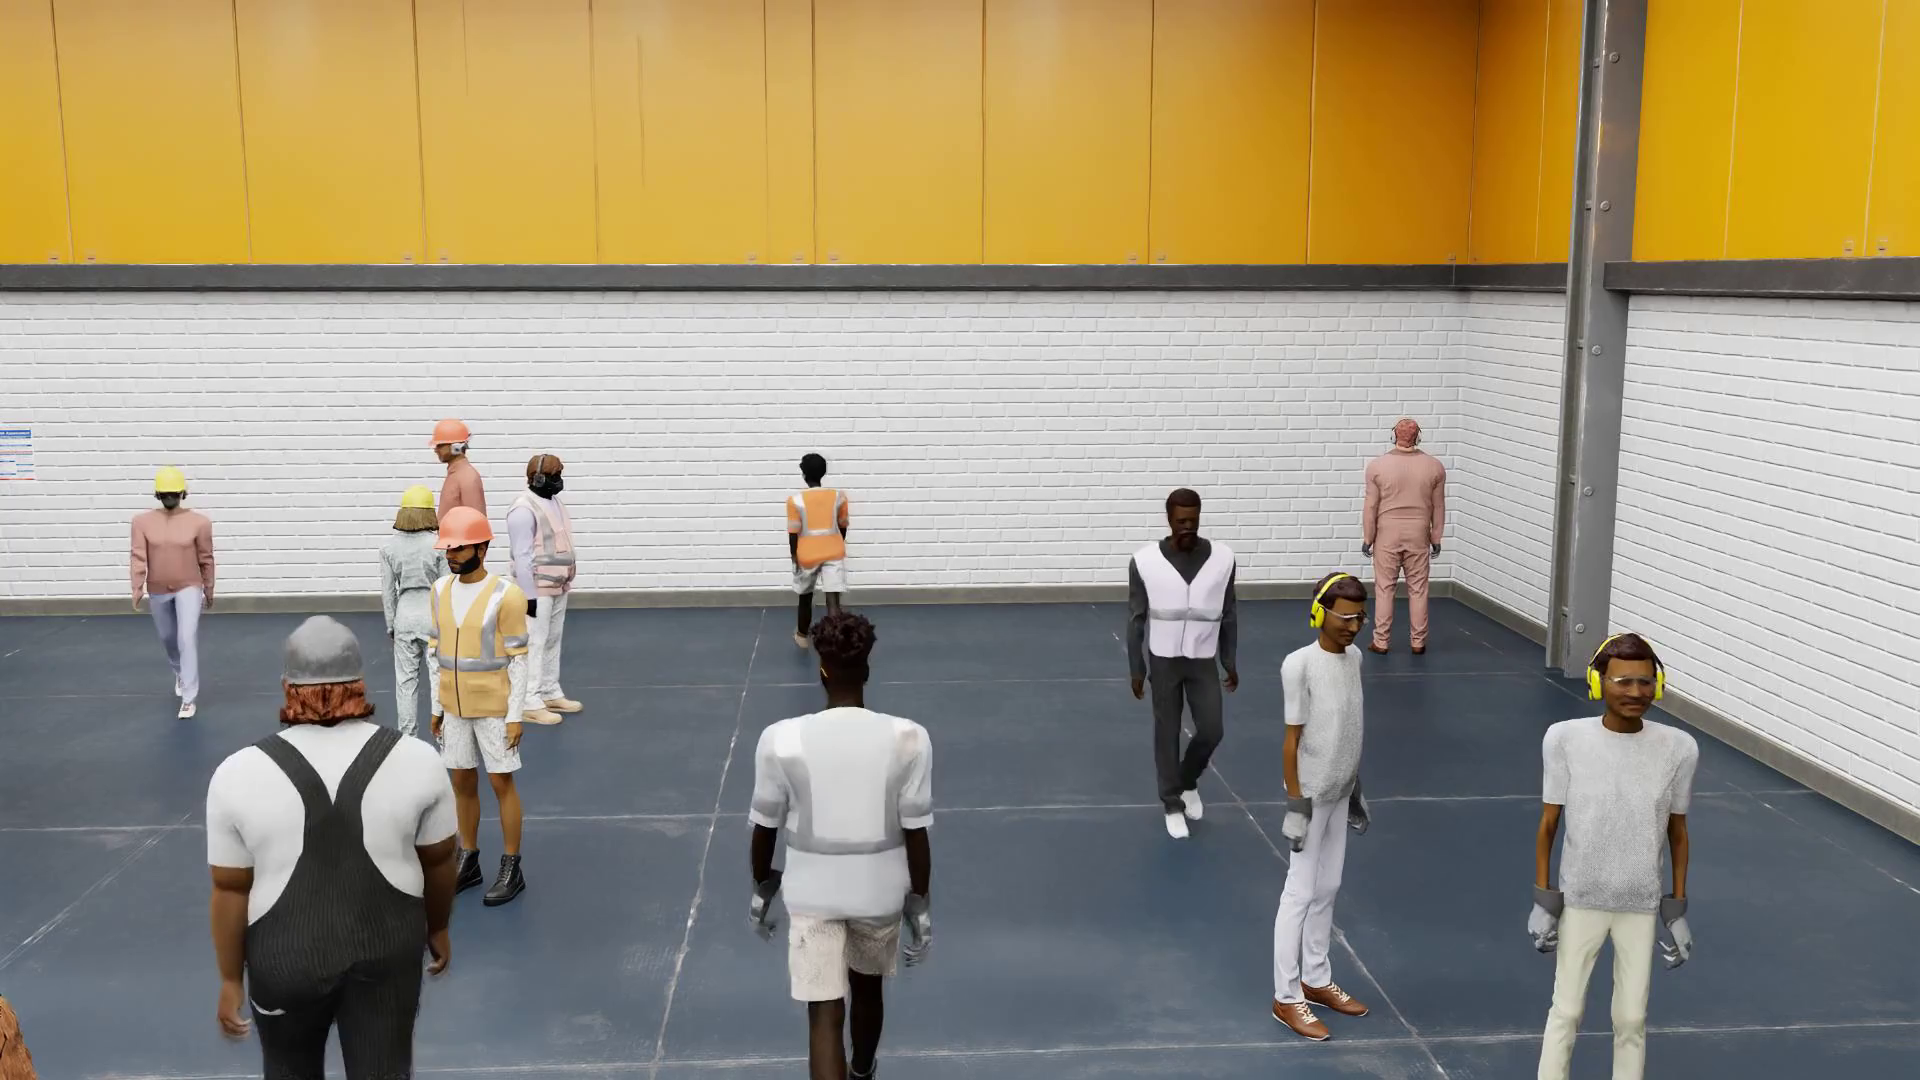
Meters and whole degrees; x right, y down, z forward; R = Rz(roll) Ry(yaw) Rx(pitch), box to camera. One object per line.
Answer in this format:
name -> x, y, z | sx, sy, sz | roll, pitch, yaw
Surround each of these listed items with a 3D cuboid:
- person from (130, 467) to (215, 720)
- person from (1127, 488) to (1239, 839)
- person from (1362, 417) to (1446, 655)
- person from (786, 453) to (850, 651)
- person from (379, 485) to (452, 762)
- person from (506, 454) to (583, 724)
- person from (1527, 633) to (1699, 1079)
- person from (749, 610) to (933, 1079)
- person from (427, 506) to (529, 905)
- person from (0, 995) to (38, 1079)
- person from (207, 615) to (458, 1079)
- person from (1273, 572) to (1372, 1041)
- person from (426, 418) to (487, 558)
person -> -5.501, 0.324, 11.681 | 0.517, 1.725, 0.909 | -2, 9, -13
person -> 1.207, 0.658, 9.000 | 0.625, 1.905, 0.444 | -1, 9, -5
person -> 3.536, -0.026, 13.304 | 0.651, 1.907, 0.408 | 0, 9, 3
person -> -1.115, 0.134, 13.115 | 0.529, 1.639, 0.904 | -3, 9, -16
person -> -3.342, 0.525, 10.372 | 0.484, 1.737, 0.305 | 0, 9, 3
person -> -2.827, 0.327, 11.332 | 0.429, 1.836, 0.637 | 2, 9, 11
person -> 2.185, 1.225, 5.556 | 0.538, 1.872, 0.319 | 2, 9, 11
person -> -0.398, 1.199, 5.627 | 0.620, 1.913, 1.023 | -1, 9, -9
person -> -2.344, 0.796, 8.040 | 0.547, 1.938, 0.359 | 3, 10, 20
person -> -1.948, 1.692, 3.365 | 0.505, 1.632, 0.269 | -7, 11, -38
person -> -1.937, 1.200, 5.182 | 0.710, 2.000, 0.845 | -4, 10, -24
person -> 1.476, 1.047, 6.698 | 0.327, 1.865, 0.517 | 9, 13, 44
person -> -3.690, 0.095, 12.272 | 0.402, 1.990, 0.622 | -5, 10, -27
